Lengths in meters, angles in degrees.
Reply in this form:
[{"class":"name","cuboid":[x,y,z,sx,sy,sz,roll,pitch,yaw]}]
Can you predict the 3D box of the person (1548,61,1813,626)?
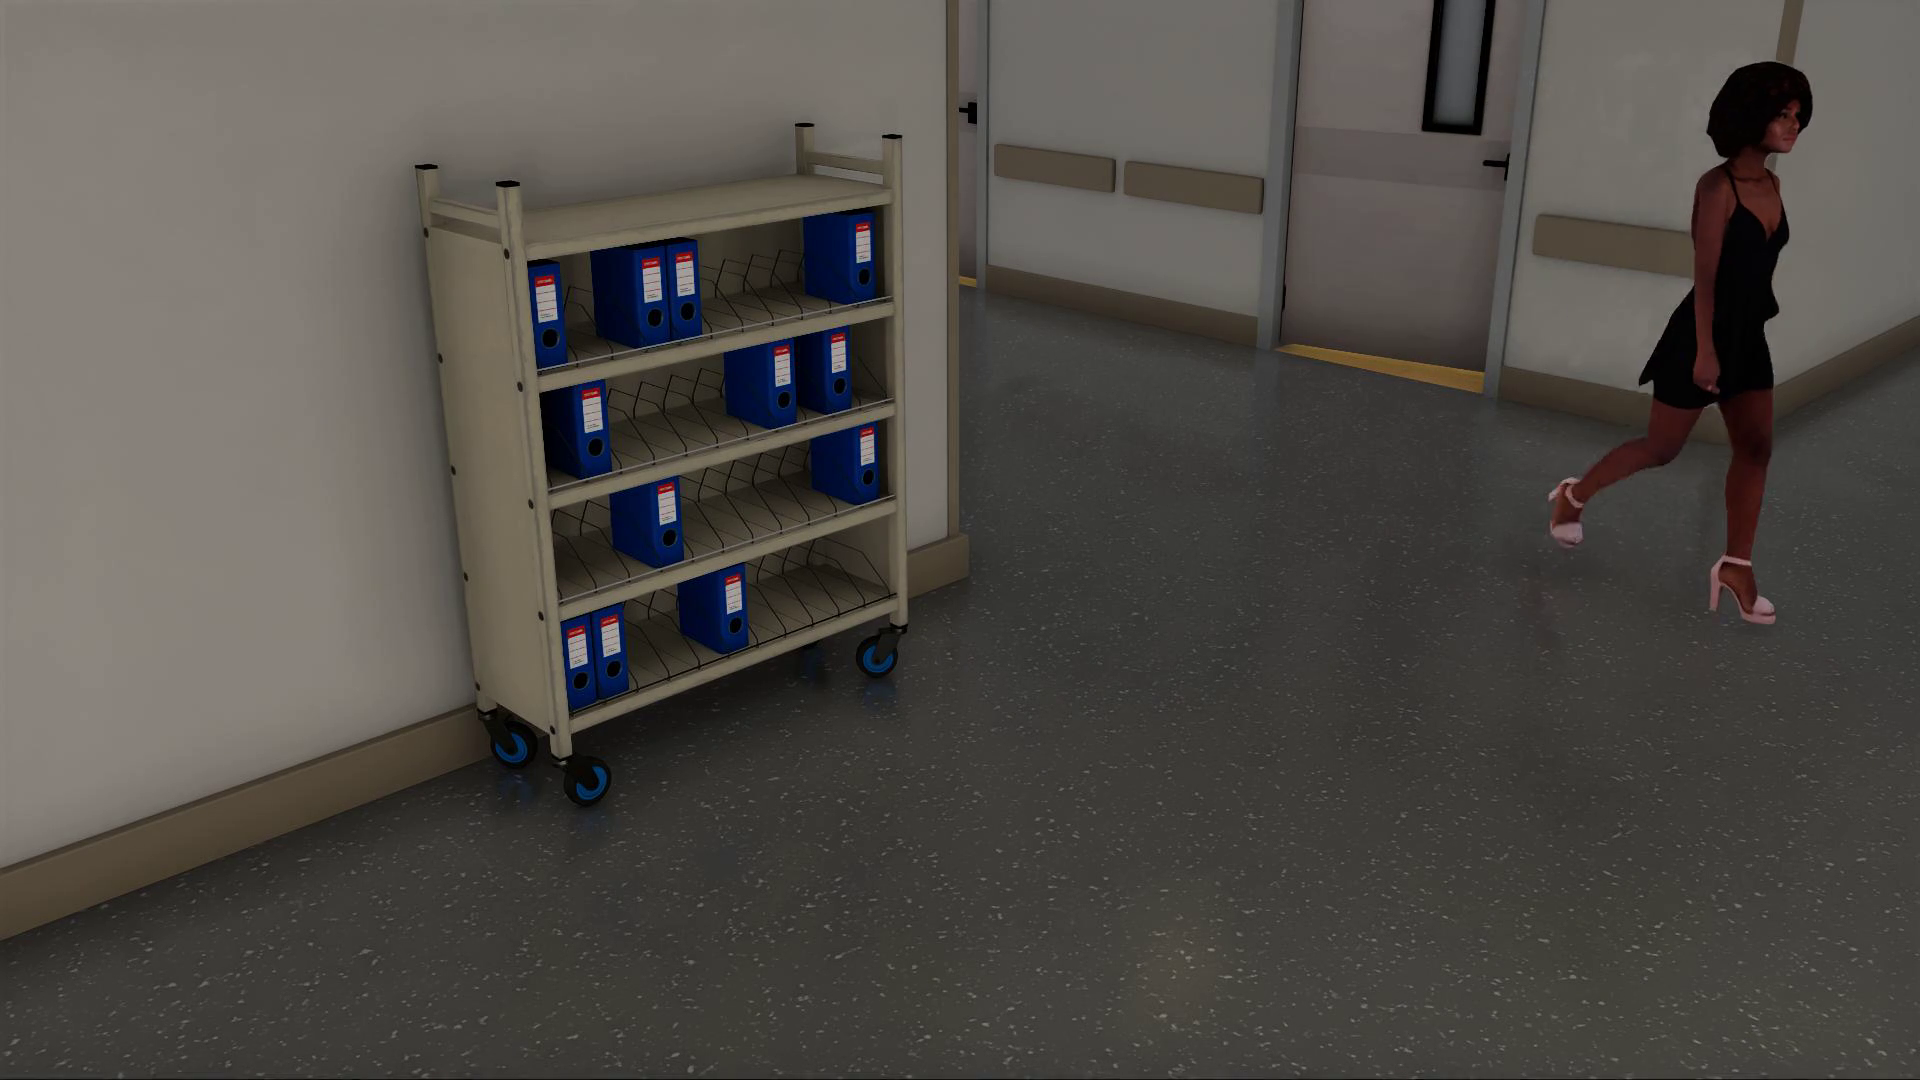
[{"class":"person","cuboid":[2.356,-0.614,5.392,1.066,1.756,0.798,-12,24,-28]}]
